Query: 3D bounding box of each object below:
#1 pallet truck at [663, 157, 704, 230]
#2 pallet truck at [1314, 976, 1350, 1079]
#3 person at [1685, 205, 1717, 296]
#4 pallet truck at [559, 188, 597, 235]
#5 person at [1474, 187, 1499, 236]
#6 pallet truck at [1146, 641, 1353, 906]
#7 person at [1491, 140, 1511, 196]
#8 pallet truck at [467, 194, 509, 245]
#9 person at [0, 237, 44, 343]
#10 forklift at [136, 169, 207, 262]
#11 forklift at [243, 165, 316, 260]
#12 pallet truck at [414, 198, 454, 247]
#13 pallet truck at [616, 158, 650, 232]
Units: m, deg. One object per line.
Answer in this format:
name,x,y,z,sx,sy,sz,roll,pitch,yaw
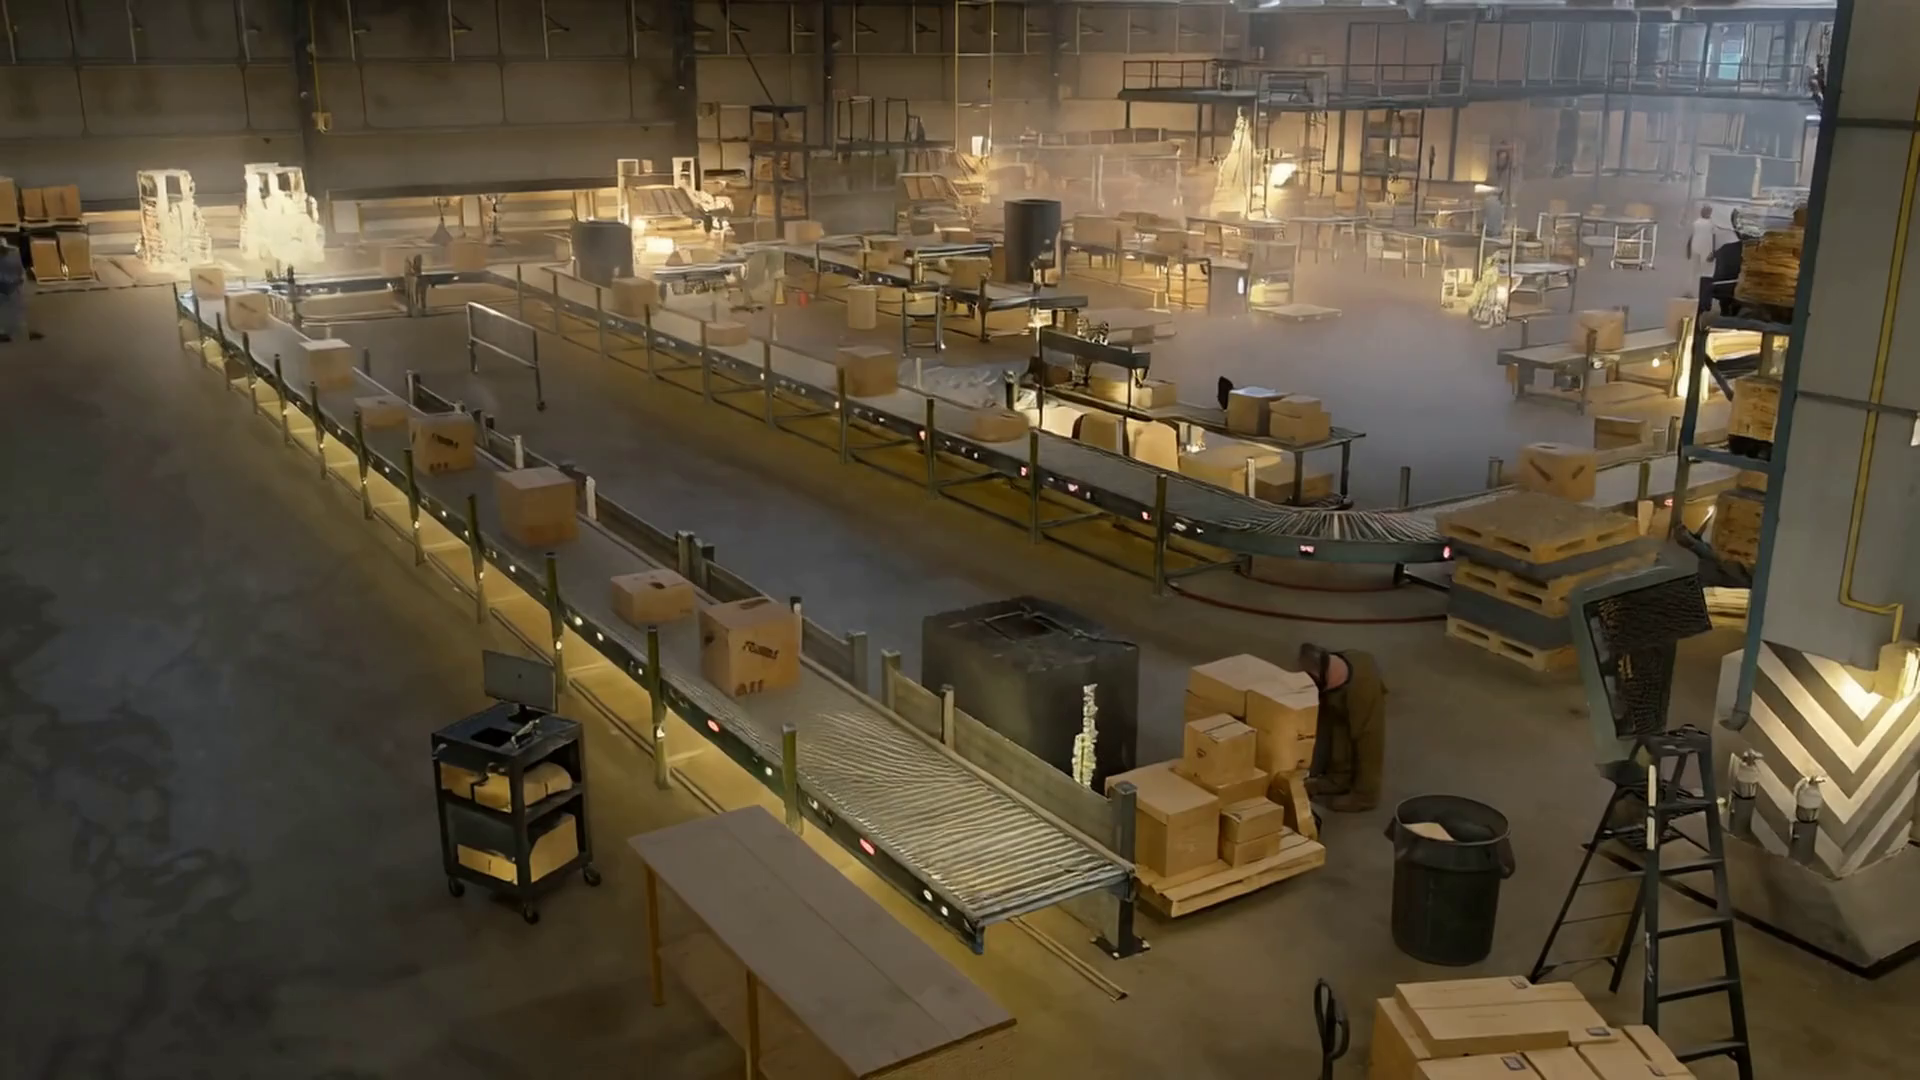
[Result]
pallet truck,-7.586,-9.308,44.692,0.823,1.965,1.885,-11,20,-33
pallet truck,2.299,2.390,7.086,1.601,1.201,0.680,-2,17,-7
person,14.713,-5.682,32.903,0.761,1.841,0.541,-13,21,-37
pallet truck,-10.010,-8.652,43.699,0.653,1.274,1.630,-10,20,-31
person,11.983,-7.148,37.901,0.533,1.767,0.326,13,21,37
pallet truck,1.664,1.407,10.232,1.630,1.274,0.653,-10,20,-31
person,17.772,-12.183,54.519,0.574,1.851,0.957,-7,18,-22
pallet truck,-11.983,-8.177,42.137,0.704,1.261,1.522,-11,20,-33
person,-16.009,-4.196,28.033,0.900,1.786,0.625,7,18,21
forklift,-17.842,-7.318,37.559,1.157,1.987,2.680,-10,20,-31
forklift,-15.898,-7.669,38.708,1.157,1.987,2.680,-11,20,-33
pallet truck,-13.250,-8.060,41.856,0.680,1.201,1.601,-10,20,-31
pallet truck,-8.918,-9.176,44.255,0.823,1.965,1.885,-9,19,-27
